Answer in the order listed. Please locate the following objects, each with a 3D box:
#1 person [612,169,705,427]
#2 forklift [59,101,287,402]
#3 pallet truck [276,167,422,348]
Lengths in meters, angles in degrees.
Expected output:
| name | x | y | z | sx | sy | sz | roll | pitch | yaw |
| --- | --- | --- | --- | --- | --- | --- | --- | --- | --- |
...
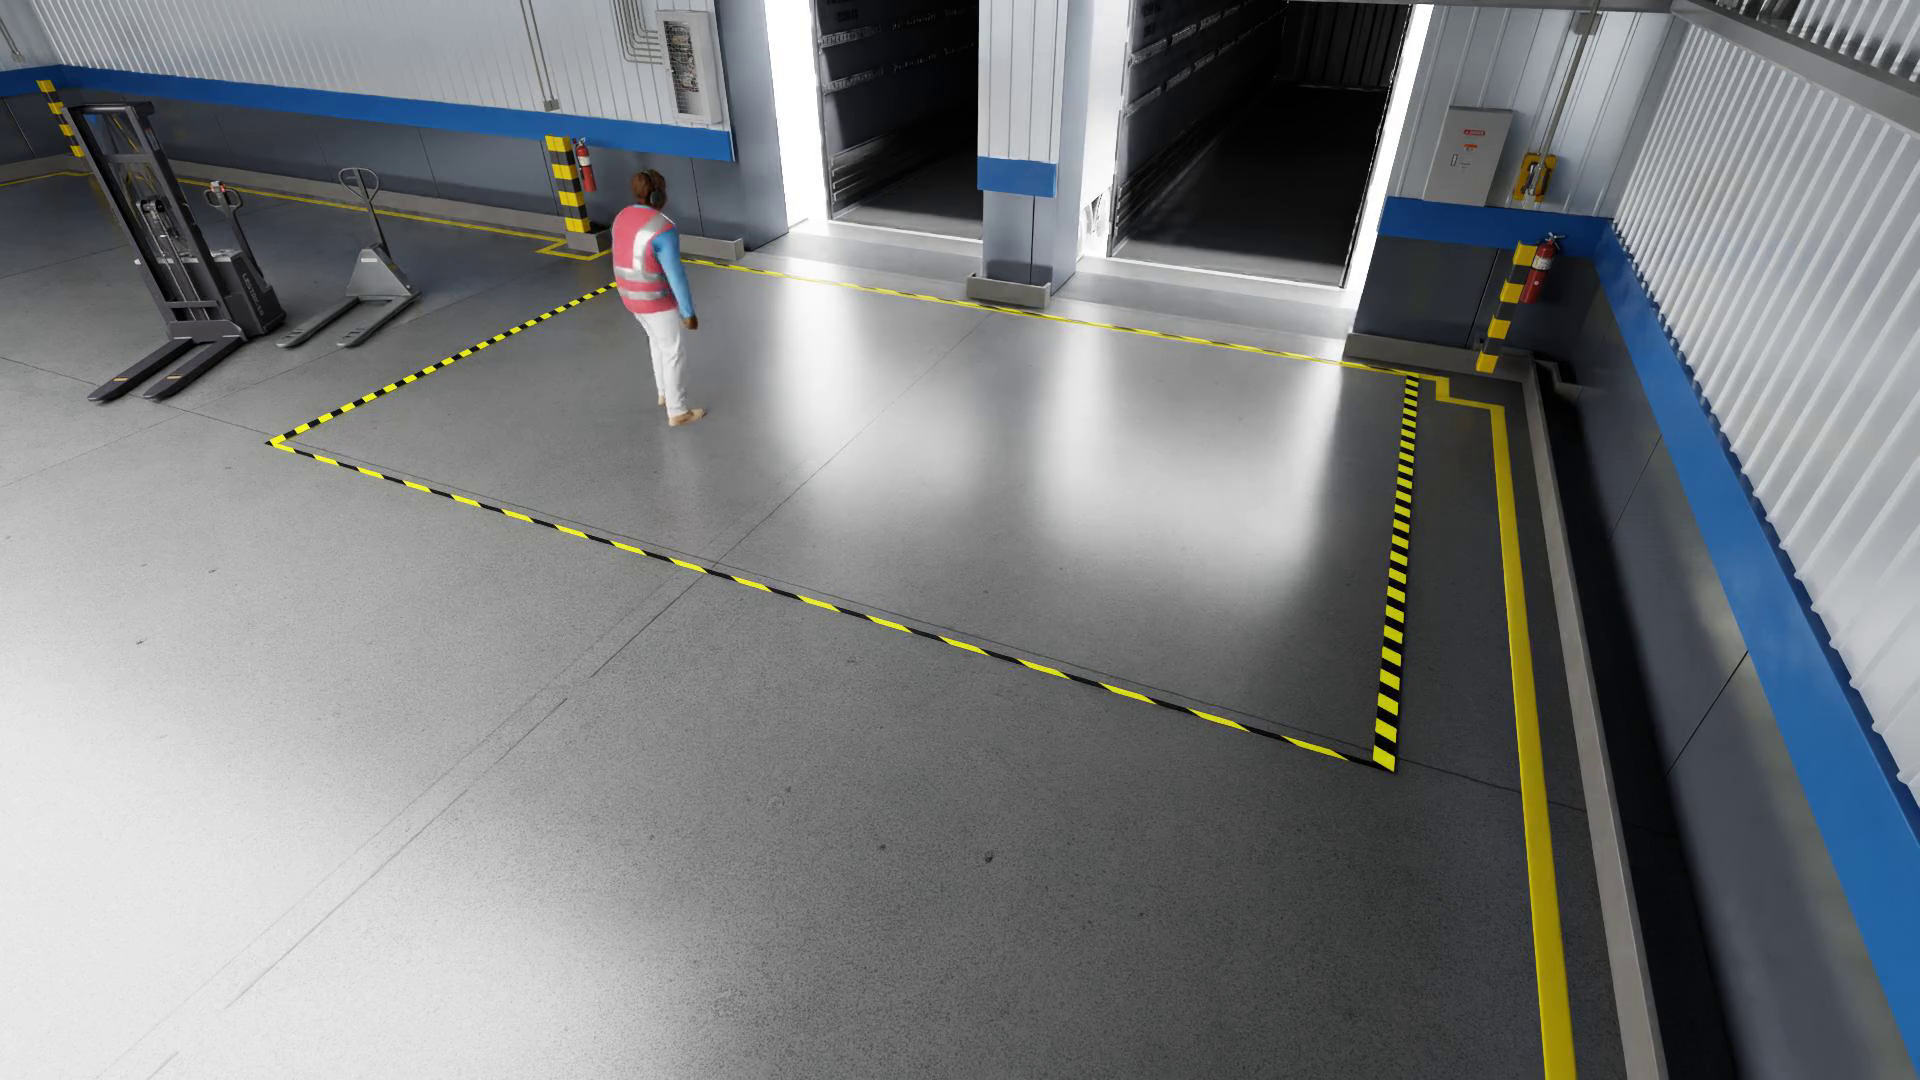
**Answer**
| name | x | y | z | sx | sy | sz | roll | pitch | yaw |
| --- | --- | --- | --- | --- | --- | --- | --- | --- | --- |
| person | -2.226 | -1.757 | 6.752 | 0.778 | 1.784 | 0.520 | 26 | 43 | 33 |
| forklift | -6.686 | -2.387 | 7.434 | 0.823 | 1.965 | 1.885 | -3 | 35 | -5 |
| pallet truck | -5.732 | -2.611 | 8.414 | 0.680 | 1.201 | 1.601 | -1 | 35 | -1 |
